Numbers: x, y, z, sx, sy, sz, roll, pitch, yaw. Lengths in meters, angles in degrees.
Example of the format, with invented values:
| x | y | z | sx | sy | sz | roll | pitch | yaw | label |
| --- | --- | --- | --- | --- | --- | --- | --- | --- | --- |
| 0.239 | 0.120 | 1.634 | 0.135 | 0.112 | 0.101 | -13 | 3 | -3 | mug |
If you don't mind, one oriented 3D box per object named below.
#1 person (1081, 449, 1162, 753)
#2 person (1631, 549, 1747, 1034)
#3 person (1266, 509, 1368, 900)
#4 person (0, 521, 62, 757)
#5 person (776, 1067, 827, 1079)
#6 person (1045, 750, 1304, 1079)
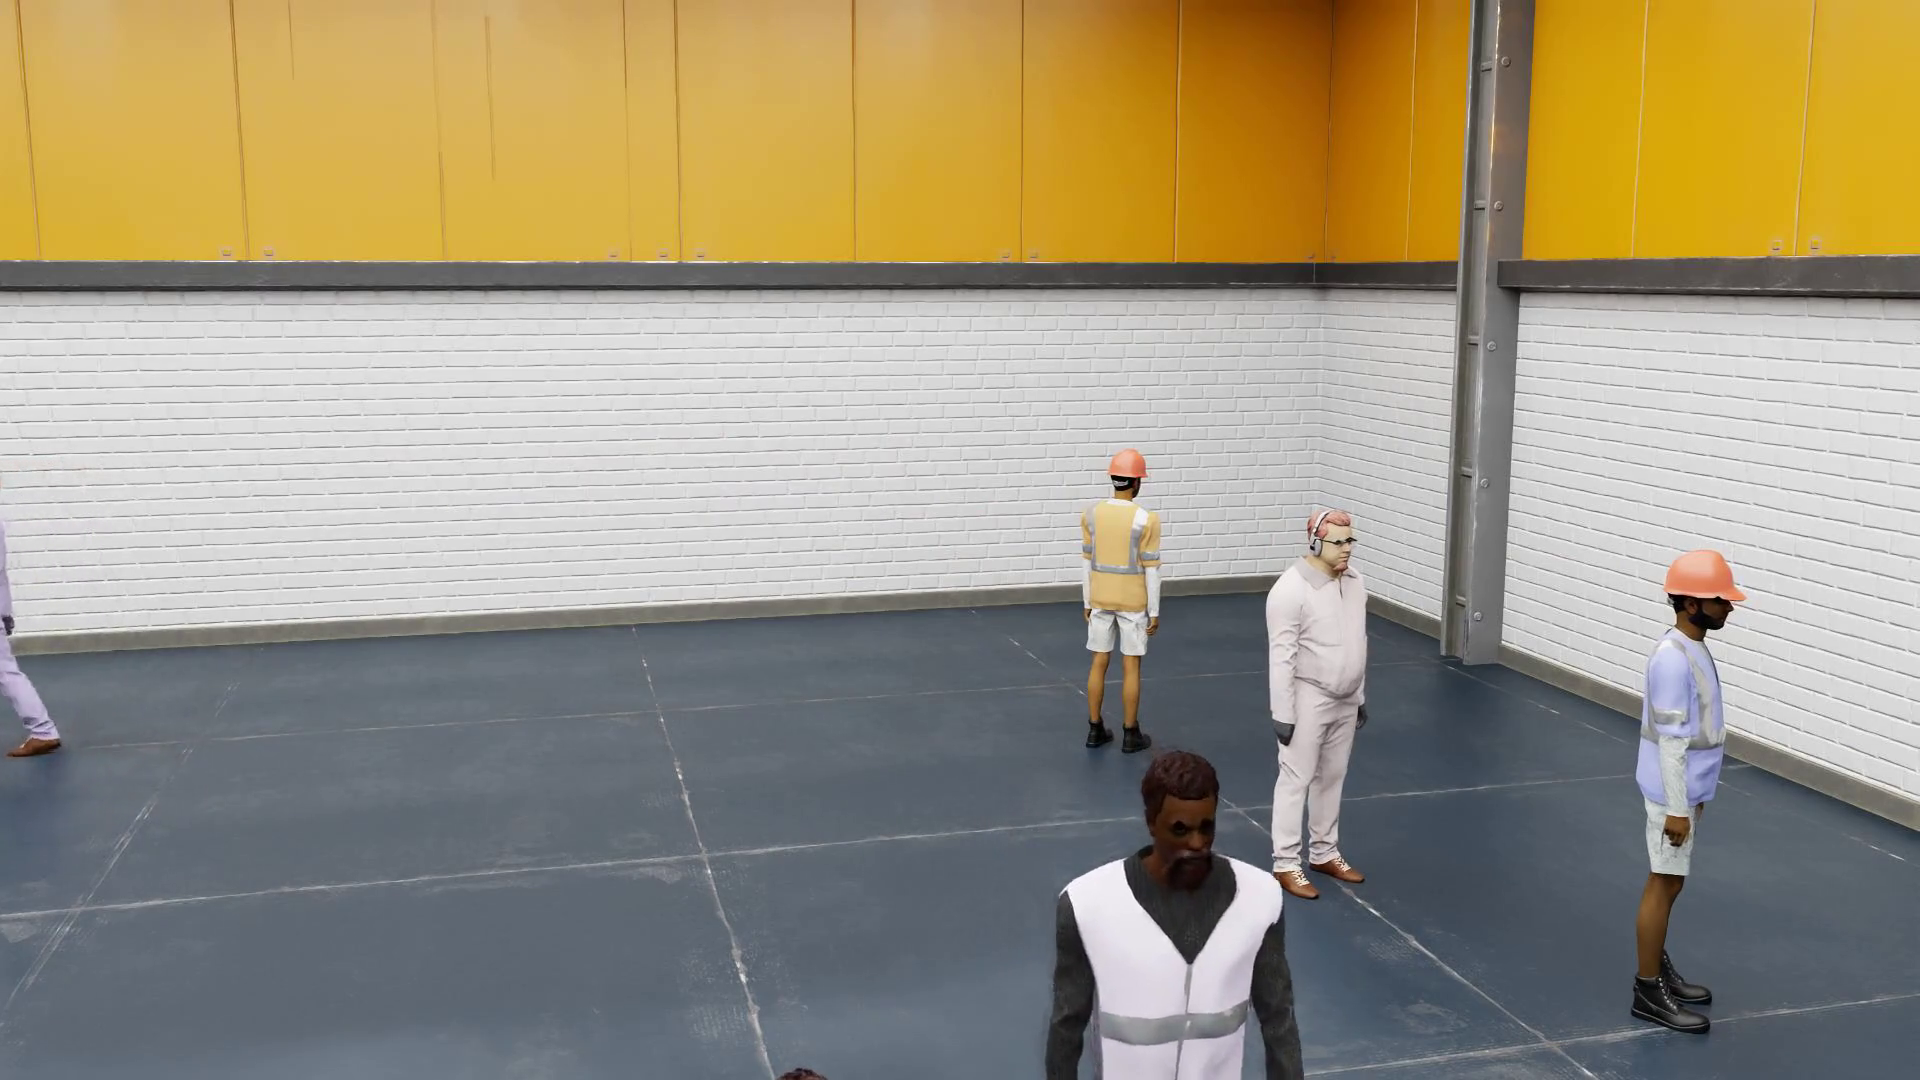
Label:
| x | y | z | sx | sy | sz | roll | pitch | yaw | label |
| --- | --- | --- | --- | --- | --- | --- | --- | --- | --- |
| 1.030 | 0.385 | 10.566 | 0.542 | 1.933 | 0.382 | 5 | 10 | 29 | person |
| 2.930 | 0.995 | 6.732 | 0.354 | 1.939 | 0.544 | 5 | 10 | 27 | person |
| 1.775 | 0.791 | 8.132 | 0.644 | 1.903 | 0.401 | -8 | 12 | -39 | person |
| -6.174 | 0.457 | 10.368 | 1.015 | 1.852 | 0.657 | -3 | 9 | -16 | person |
| -0.228 | 1.699 | 2.533 | 0.514 | 1.876 | 0.328 | 2 | 9 | 11 | person |
| 0.564 | 1.445 | 4.125 | 0.621 | 1.864 | 0.982 | -2 | 9 | -15 | person |
